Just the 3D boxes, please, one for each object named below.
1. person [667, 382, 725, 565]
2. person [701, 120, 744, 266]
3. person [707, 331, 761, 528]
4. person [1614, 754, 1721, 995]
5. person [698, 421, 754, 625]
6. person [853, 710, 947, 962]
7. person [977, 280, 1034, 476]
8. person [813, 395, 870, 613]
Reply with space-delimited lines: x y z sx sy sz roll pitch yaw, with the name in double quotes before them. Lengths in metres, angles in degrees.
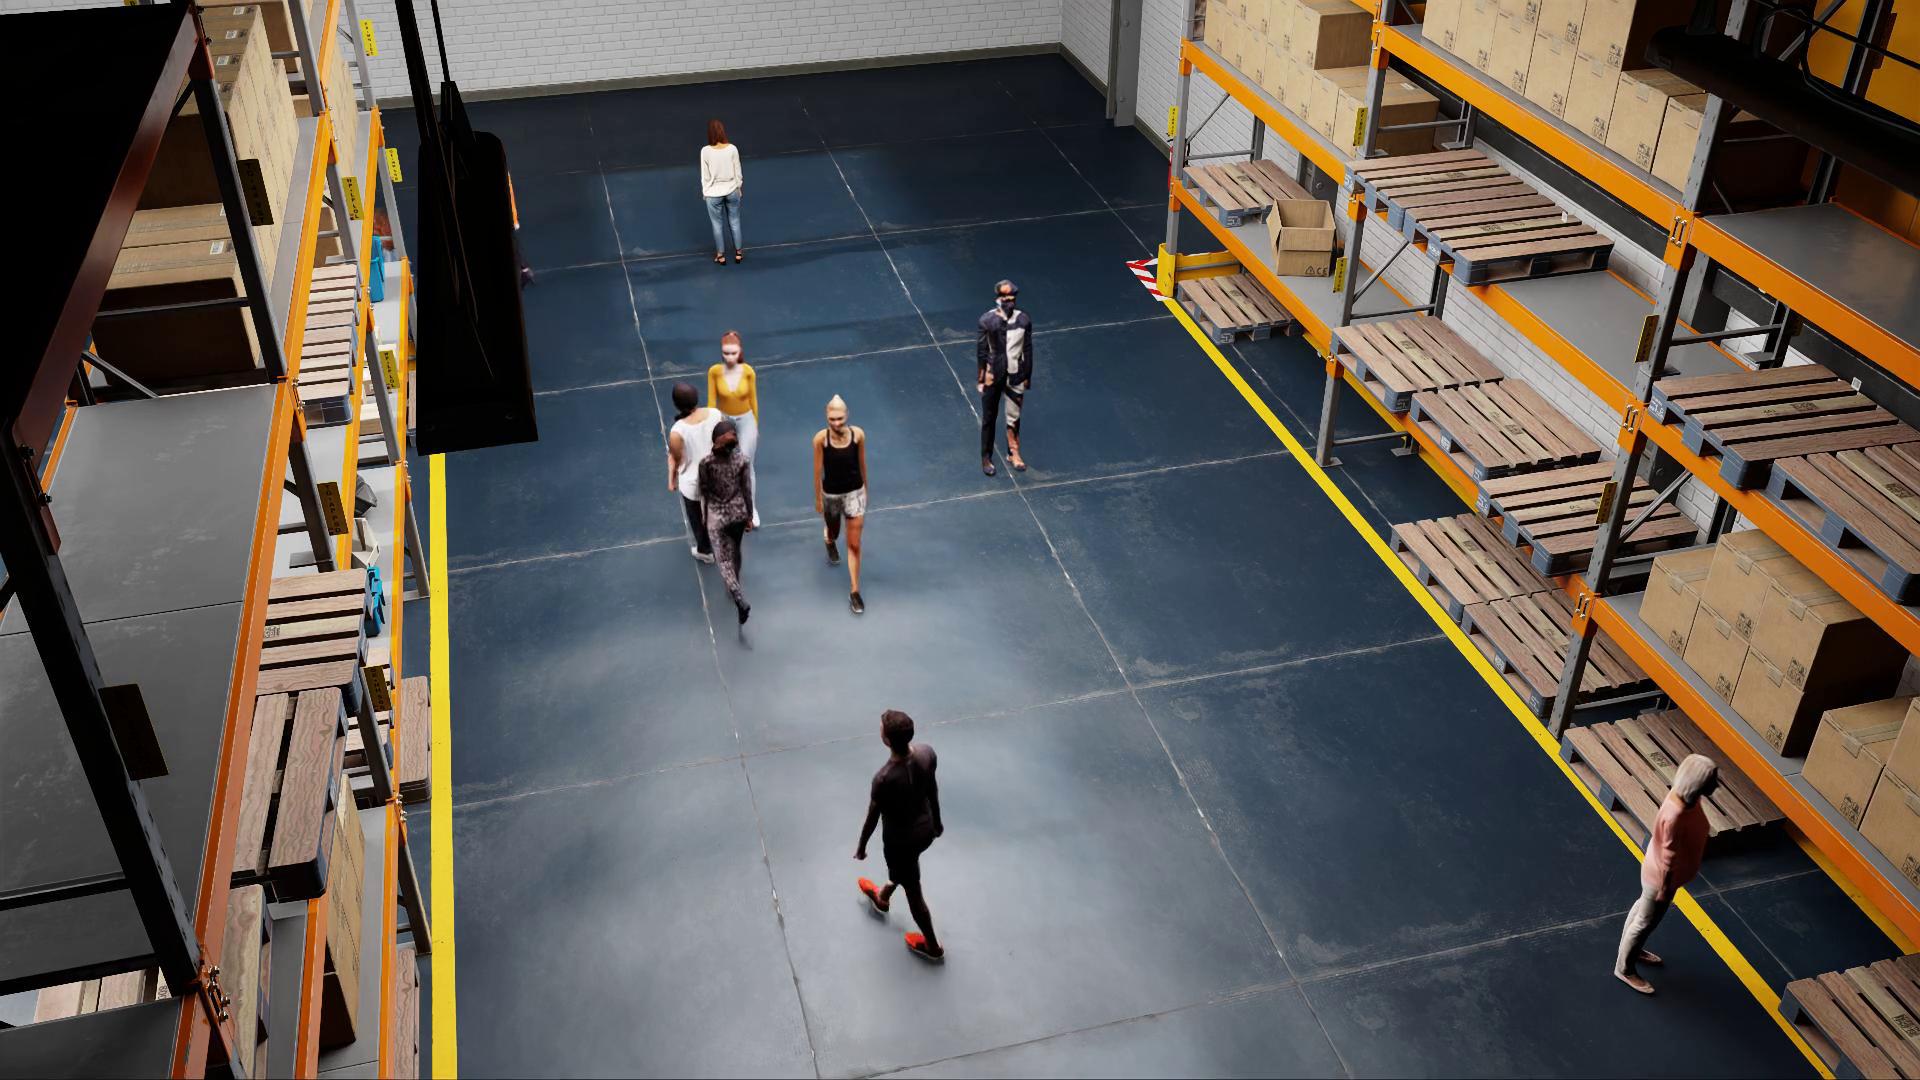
"person" -2.129 -0.534 13.730 0.806 1.681 0.835 -28 43 -35
"person" -2.696 -3.935 18.849 0.613 1.678 0.524 -9 35 -13
"person" -1.954 -0.998 14.369 0.648 1.746 0.807 -4 34 -6
"person" 4.218 1.956 9.944 0.732 1.725 0.672 18 37 25
"person" -1.814 -0.117 13.092 0.620 1.692 1.063 -11 35 -16
"person" -0.256 1.830 10.046 1.167 1.821 1.042 25 41 33
"person" 0.382 -1.473 14.953 0.670 1.890 0.594 -6 34 -9
"person" -0.975 -0.399 13.407 0.592 1.814 1.147 -8 34 -11
